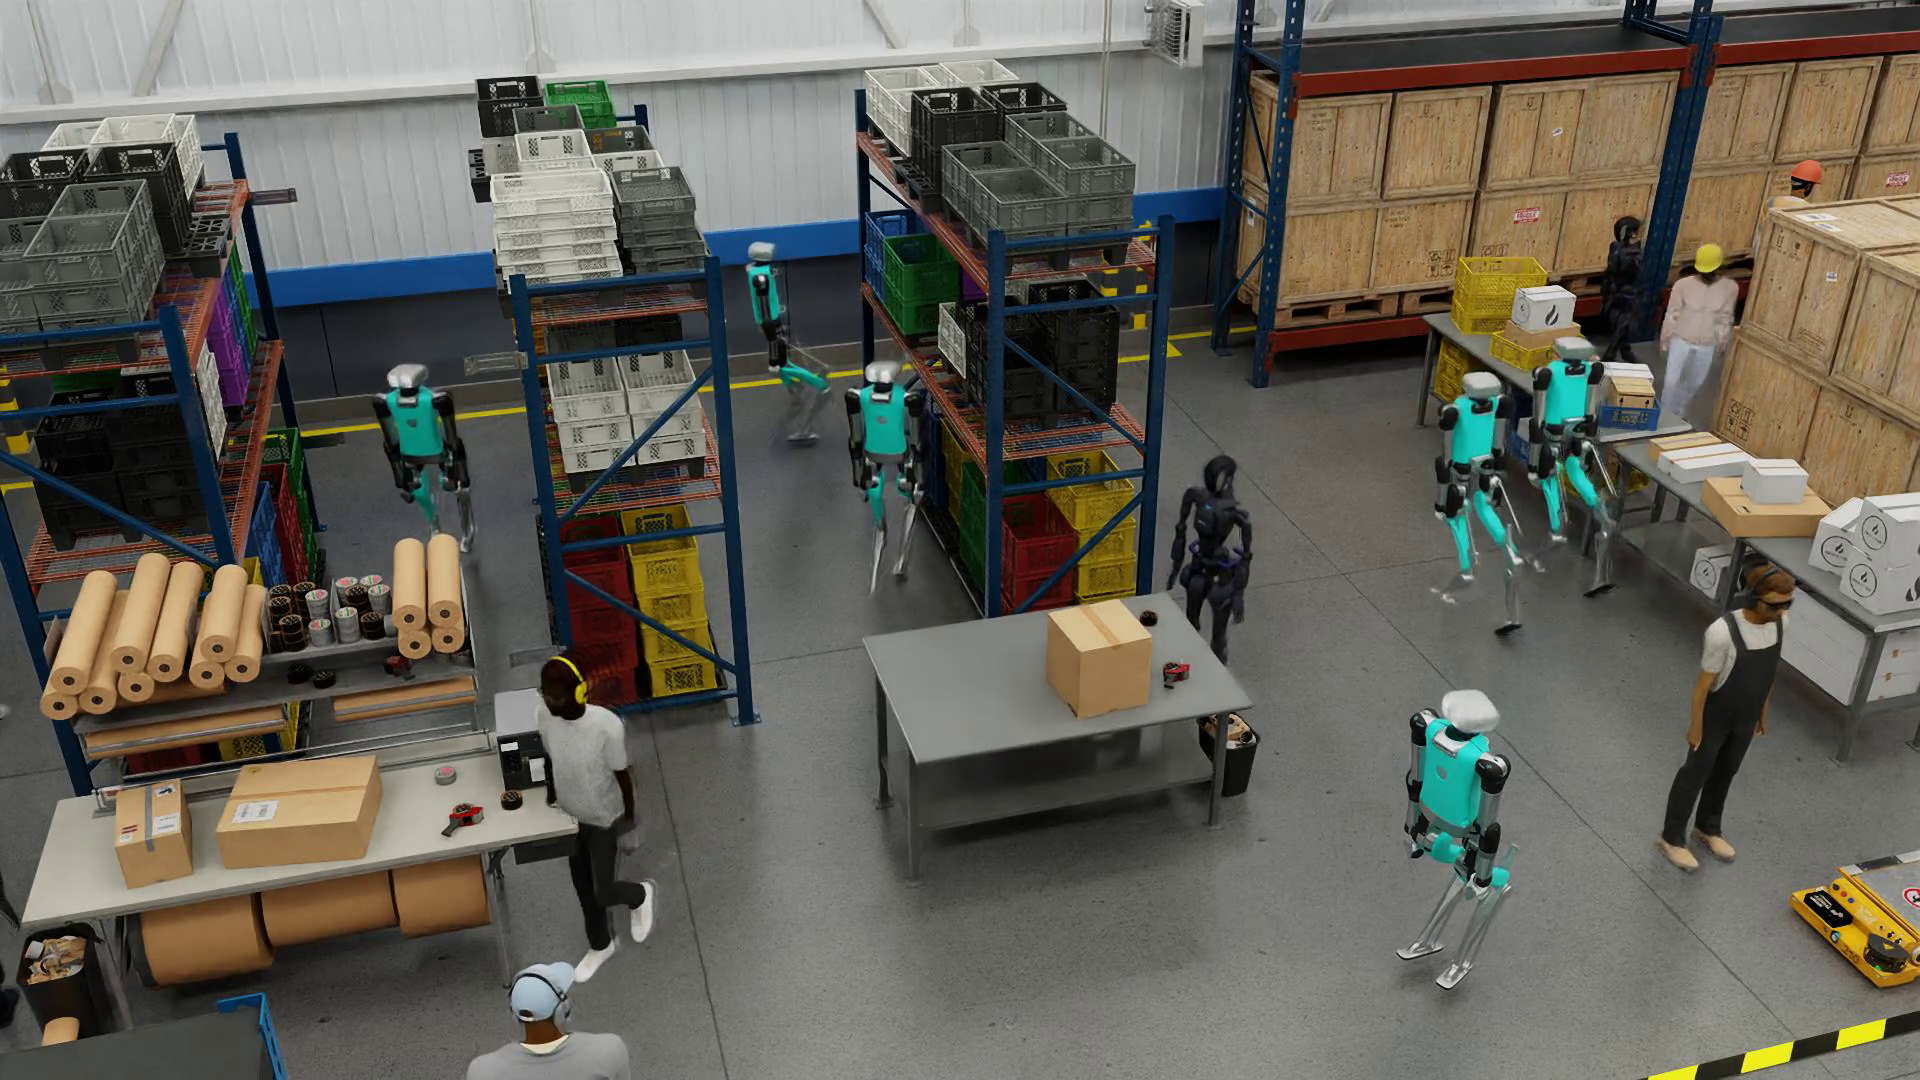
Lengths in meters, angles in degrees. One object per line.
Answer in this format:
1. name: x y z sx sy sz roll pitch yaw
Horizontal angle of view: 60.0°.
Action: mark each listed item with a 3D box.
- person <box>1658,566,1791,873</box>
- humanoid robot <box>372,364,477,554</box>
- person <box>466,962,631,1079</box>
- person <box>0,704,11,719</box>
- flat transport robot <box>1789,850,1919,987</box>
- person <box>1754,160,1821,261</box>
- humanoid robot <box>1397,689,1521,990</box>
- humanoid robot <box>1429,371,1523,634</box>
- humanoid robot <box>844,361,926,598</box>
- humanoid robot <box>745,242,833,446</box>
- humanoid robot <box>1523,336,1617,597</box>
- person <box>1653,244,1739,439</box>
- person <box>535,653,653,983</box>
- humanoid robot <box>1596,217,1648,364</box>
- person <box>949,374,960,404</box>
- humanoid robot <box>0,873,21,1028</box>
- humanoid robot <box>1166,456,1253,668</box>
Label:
1. person: 4.079 0.940 8.826 0.498 1.839 0.349 -10 30 -17
2. humanoid robot: -3.635 -0.523 11.656 0.530 1.775 1.020 0 29 -1
3. person: -1.494 2.329 6.282 0.596 1.849 0.388 -8 30 -14
4. person: -6.105 0.357 9.872 0.523 1.851 0.492 -10 30 -17
5. flat transport robot: 5.163 1.916 8.676 1.431 0.231 0.659 -8 30 -14
6. person: 7.351 -2.435 14.870 0.373 1.928 0.542 -17 33 -28
7. humanoid robot: 2.475 1.387 7.974 0.735 1.677 0.533 -17 33 -28
8. humanoid robot: 3.516 -0.155 10.955 0.546 1.778 0.989 -11 31 -19
9. humanoid robot: -0.462 -0.469 11.516 0.542 1.804 0.808 4 29 8
10. humanoid robot: -1.336 -1.531 13.450 0.813 1.802 0.544 -3 29 -6
11. humanoid robot: 4.296 -0.433 11.432 0.545 1.750 1.012 -9 30 -15
12. person: 5.992 -1.640 13.625 0.540 1.726 0.547 4 29 7
13. person: -1.786 1.331 8.084 0.538 1.859 0.468 12 31 21
14. humanoid robot: 5.754 -2.013 14.413 0.820 1.620 0.608 -6 29 -10
15. person: 0.036 -1.720 13.579 0.398 1.919 0.589 1 29 2
16. humanoid robot: -4.685 1.735 7.593 0.608 1.652 0.721 -9 30 -15
17. humanoid robot: 1.551 0.235 10.281 0.314 1.659 0.599 -26 38 -38
